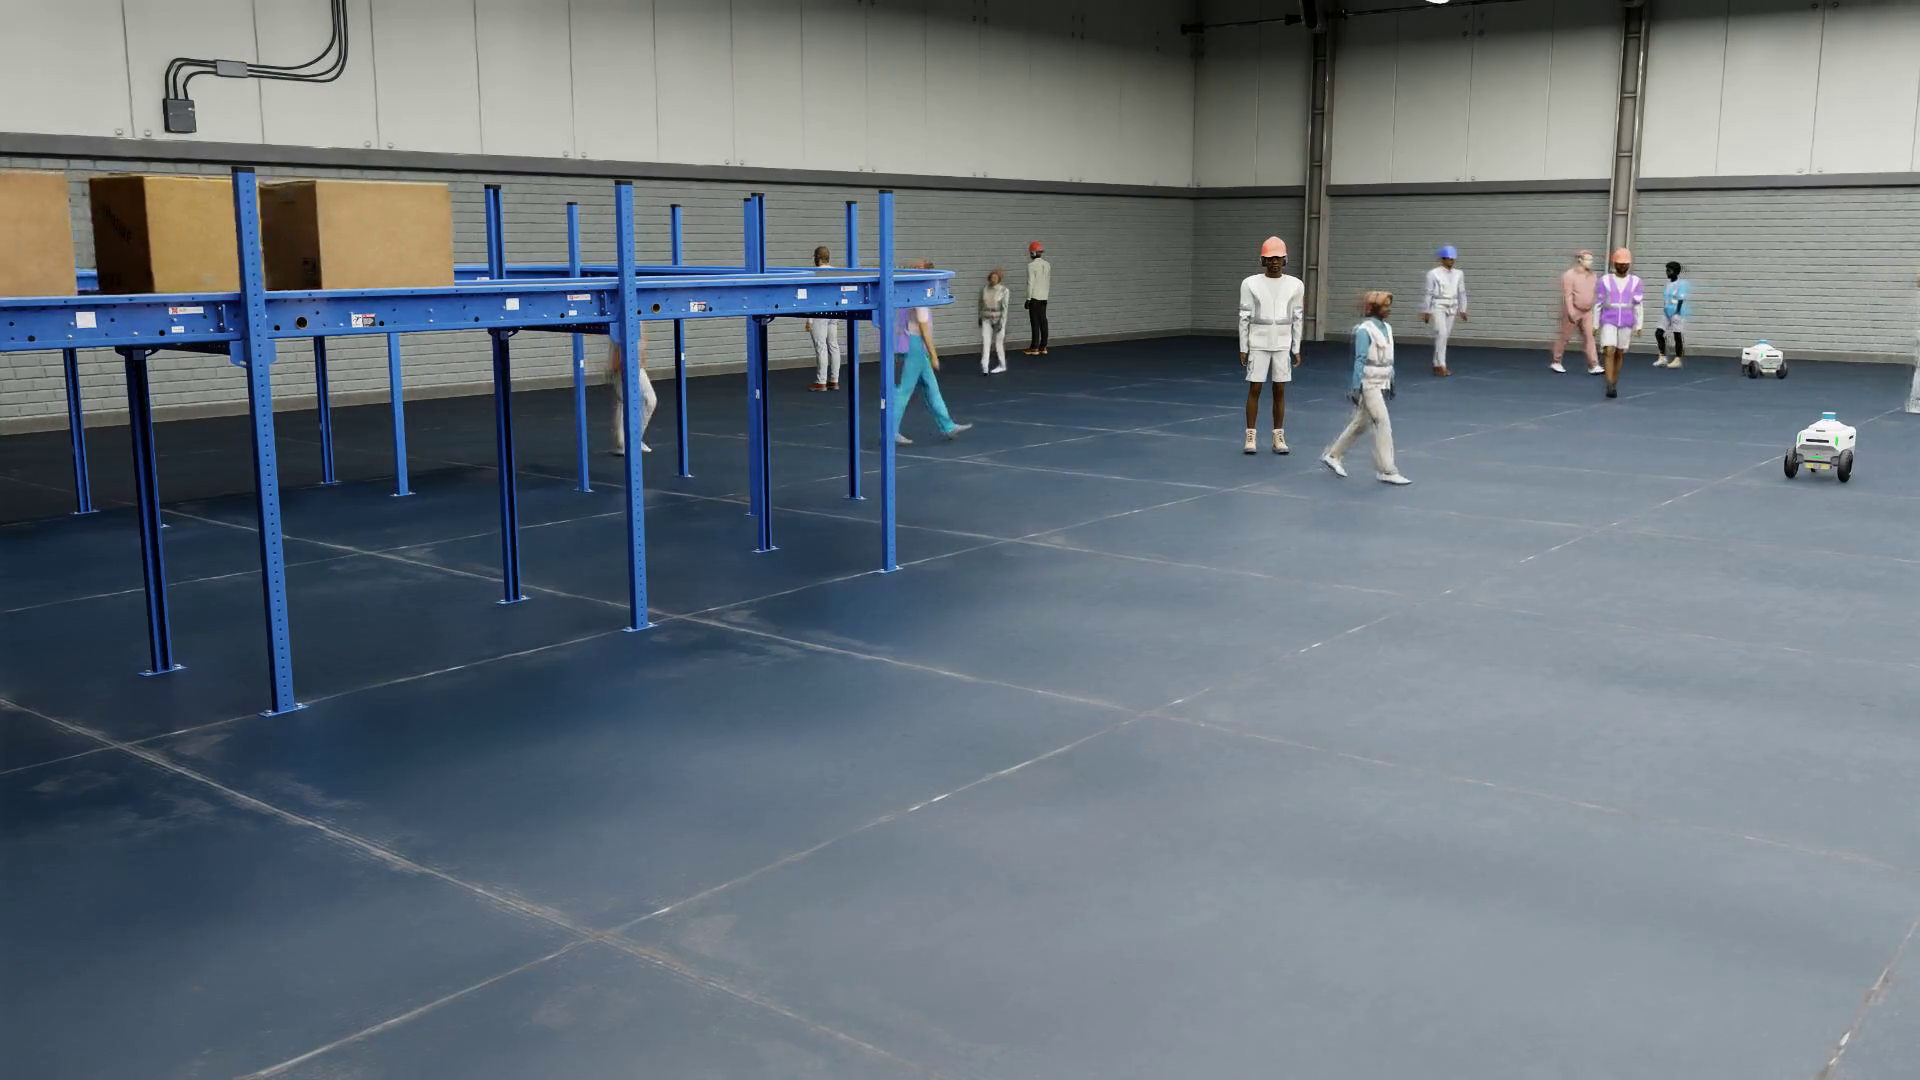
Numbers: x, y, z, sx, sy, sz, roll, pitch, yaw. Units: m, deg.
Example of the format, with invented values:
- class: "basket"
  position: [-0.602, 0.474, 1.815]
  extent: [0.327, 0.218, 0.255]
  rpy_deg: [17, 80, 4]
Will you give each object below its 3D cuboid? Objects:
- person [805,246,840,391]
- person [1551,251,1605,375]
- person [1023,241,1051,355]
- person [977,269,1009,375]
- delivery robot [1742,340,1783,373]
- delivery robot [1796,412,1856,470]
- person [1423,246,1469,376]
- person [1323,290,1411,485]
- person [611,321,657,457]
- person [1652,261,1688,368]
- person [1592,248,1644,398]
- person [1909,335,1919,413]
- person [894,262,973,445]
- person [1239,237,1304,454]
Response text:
- class: "person"
  position: [-1.845, -2.988, 22.439]
  extent: [0.372, 1.940, 0.630]
  rpy_deg: [8, 13, 38]
- class: "person"
  position: [9.395, -3.447, 25.214]
  extent: [0.637, 1.858, 0.998]
  rpy_deg: [-3, 11, -16]
- class: "person"
  position: [1.368, -4.309, 29.597]
  extent: [0.375, 1.997, 0.609]
  rpy_deg: [8, 13, 38]
- class: "person"
  position: [0.501, -3.282, 25.041]
  extent: [0.525, 1.585, 0.728]
  rpy_deg: [3, 11, 17]
- class: "delivery robot"
  position: [11.893, -2.723, 24.652]
  extent: [0.477, 0.478, 0.707]
  rpy_deg: [0, 10, 3]
- class: "delivery robot"
  position: [7.462, -0.857, 14.320]
  extent: [0.477, 0.478, 0.707]
  rpy_deg: [8, 13, 38]
- class: "person"
  position: [7.277, -3.400, 24.754]
  extent: [0.614, 1.915, 0.799]
  rpy_deg: [-4, 11, -21]
- class: "person"
  position: [3.437, -1.301, 14.037]
  extent: [0.825, 1.608, 0.526]
  rpy_deg: [8, 13, 37]
- class: "person"
  position: [-3.053, -1.584, 15.509]
  extent: [0.442, 1.623, 0.549]
  rpy_deg: [2, 10, 10]
- class: "person"
  position: [11.238, -3.556, 26.296]
  extent: [0.530, 1.672, 0.537]
  rpy_deg: [-3, 11, -18]
- class: "person"
  position: [8.423, -2.751, 21.230]
  extent: [0.574, 1.896, 0.930]
  rpy_deg: [2, 10, 11]
- class: "person"
  position: [11.411, -2.326, 19.326]
  extent: [0.592, 1.723, 0.507]
  rpy_deg: [6, 12, 30]
- class: "person"
  position: [-0.326, -1.836, 16.430]
  extent: [0.960, 1.791, 0.595]
  rpy_deg: [-2, 10, -8]
- class: "person"
  position: [2.955, -1.844, 15.808]
  extent: [0.606, 2.044, 0.373]
  rpy_deg: [0, 10, 0]
